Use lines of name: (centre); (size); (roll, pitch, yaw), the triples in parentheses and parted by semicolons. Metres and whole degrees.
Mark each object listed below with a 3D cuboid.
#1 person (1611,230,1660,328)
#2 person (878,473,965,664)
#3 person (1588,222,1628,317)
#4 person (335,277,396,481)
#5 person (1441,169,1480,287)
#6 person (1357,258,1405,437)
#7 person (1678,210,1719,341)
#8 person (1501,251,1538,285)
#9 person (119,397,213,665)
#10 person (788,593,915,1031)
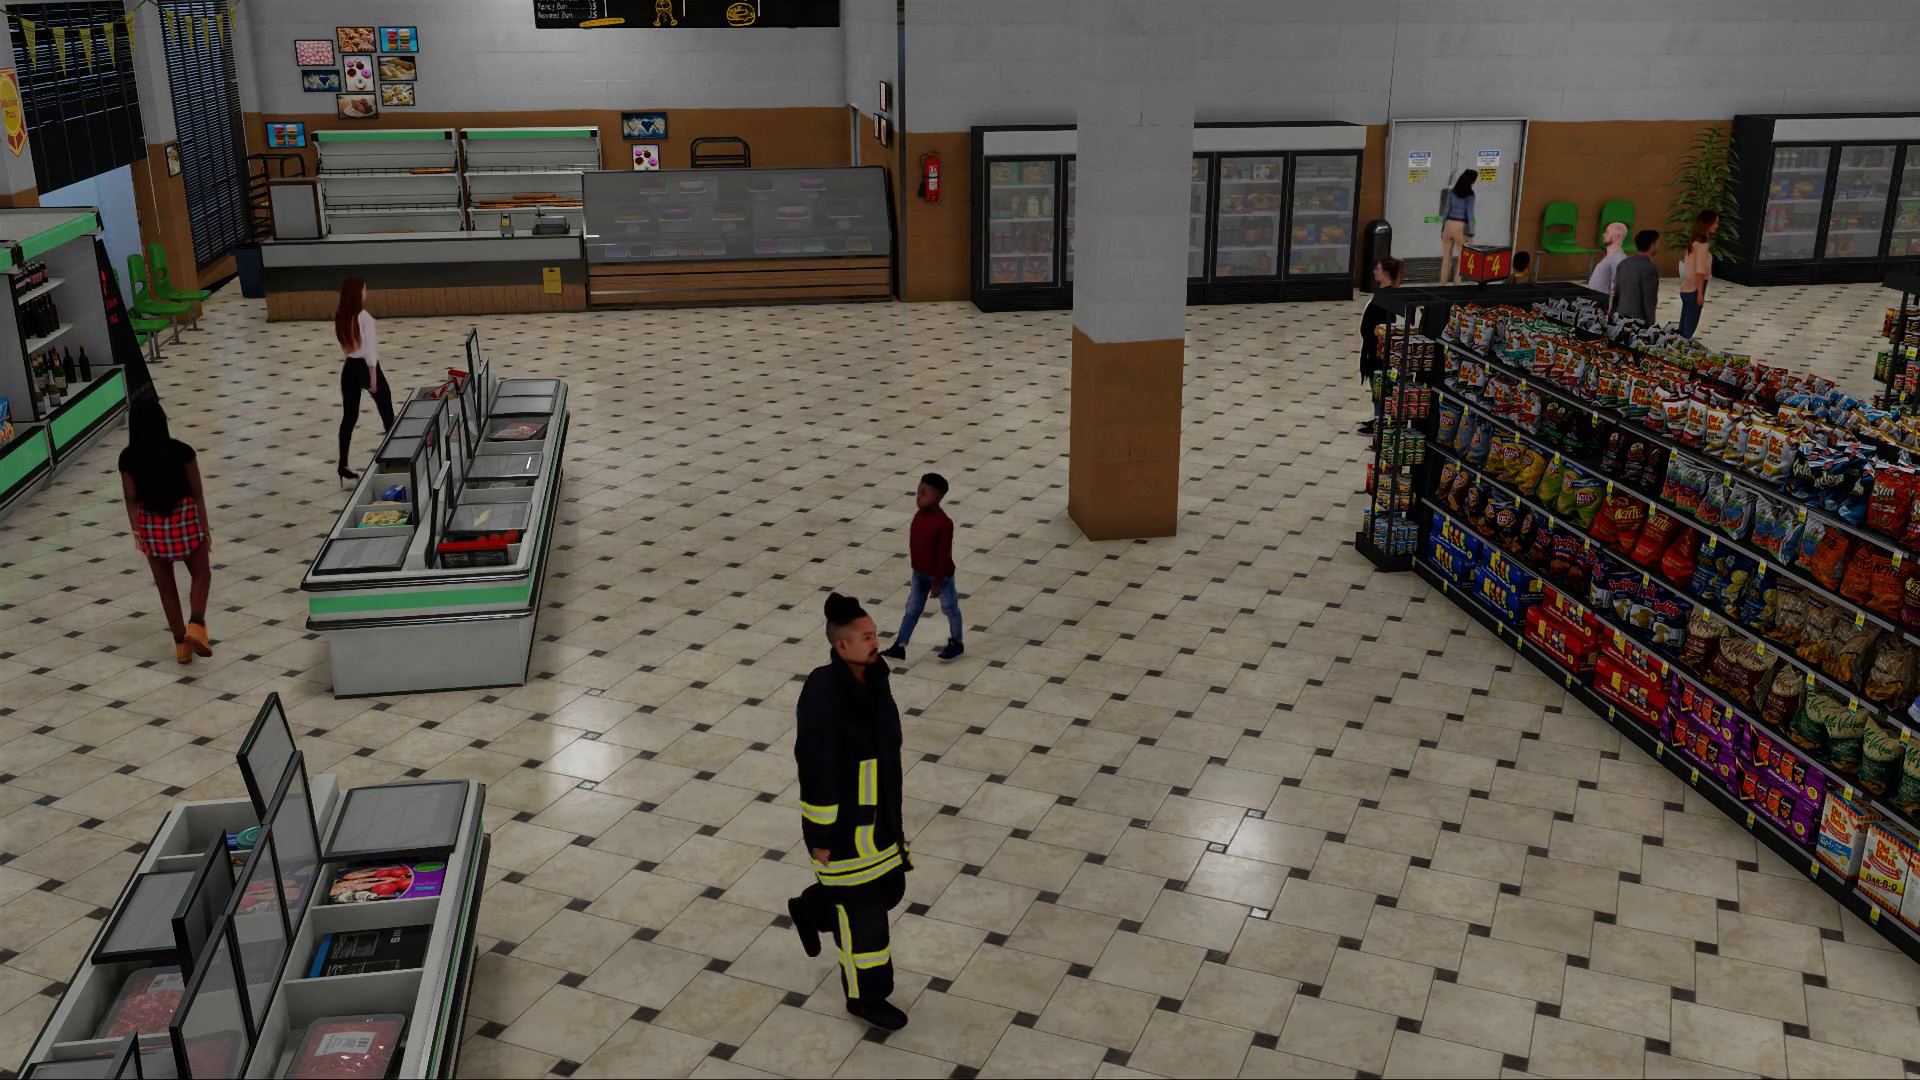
person: (6.440, -2.054, 16.068); (0.760, 1.860, 0.692); (-5, 19, -14)
person: (-0.112, 0.187, 10.412); (0.834, 1.228, 0.840); (-17, 25, -42)
person: (6.522, -2.296, 16.821); (0.800, 1.838, 0.652); (4, 19, 10)
person: (-5.147, -1.324, 14.145); (1.039, 1.706, 1.220); (8, 20, 23)
person: (6.608, -4.089, 22.275); (0.715, 1.751, 0.904); (14, 23, 35)
person: (3.963, -1.819, 15.648); (0.779, 1.683, 0.683); (8, 20, 23)
person: (7.956, -2.689, 18.063); (0.720, 1.789, 0.589); (4, 19, 12)
person: (5.815, -2.285, 17.386); (0.681, 1.455, 0.723); (9, 21, 24)
person: (-4.859, -0.014, 10.242); (0.684, 1.716, 0.859); (-6, 20, -18)
person: (-0.497, 1.076, 6.808); (1.098, 1.845, 1.051); (11, 21, 29)
